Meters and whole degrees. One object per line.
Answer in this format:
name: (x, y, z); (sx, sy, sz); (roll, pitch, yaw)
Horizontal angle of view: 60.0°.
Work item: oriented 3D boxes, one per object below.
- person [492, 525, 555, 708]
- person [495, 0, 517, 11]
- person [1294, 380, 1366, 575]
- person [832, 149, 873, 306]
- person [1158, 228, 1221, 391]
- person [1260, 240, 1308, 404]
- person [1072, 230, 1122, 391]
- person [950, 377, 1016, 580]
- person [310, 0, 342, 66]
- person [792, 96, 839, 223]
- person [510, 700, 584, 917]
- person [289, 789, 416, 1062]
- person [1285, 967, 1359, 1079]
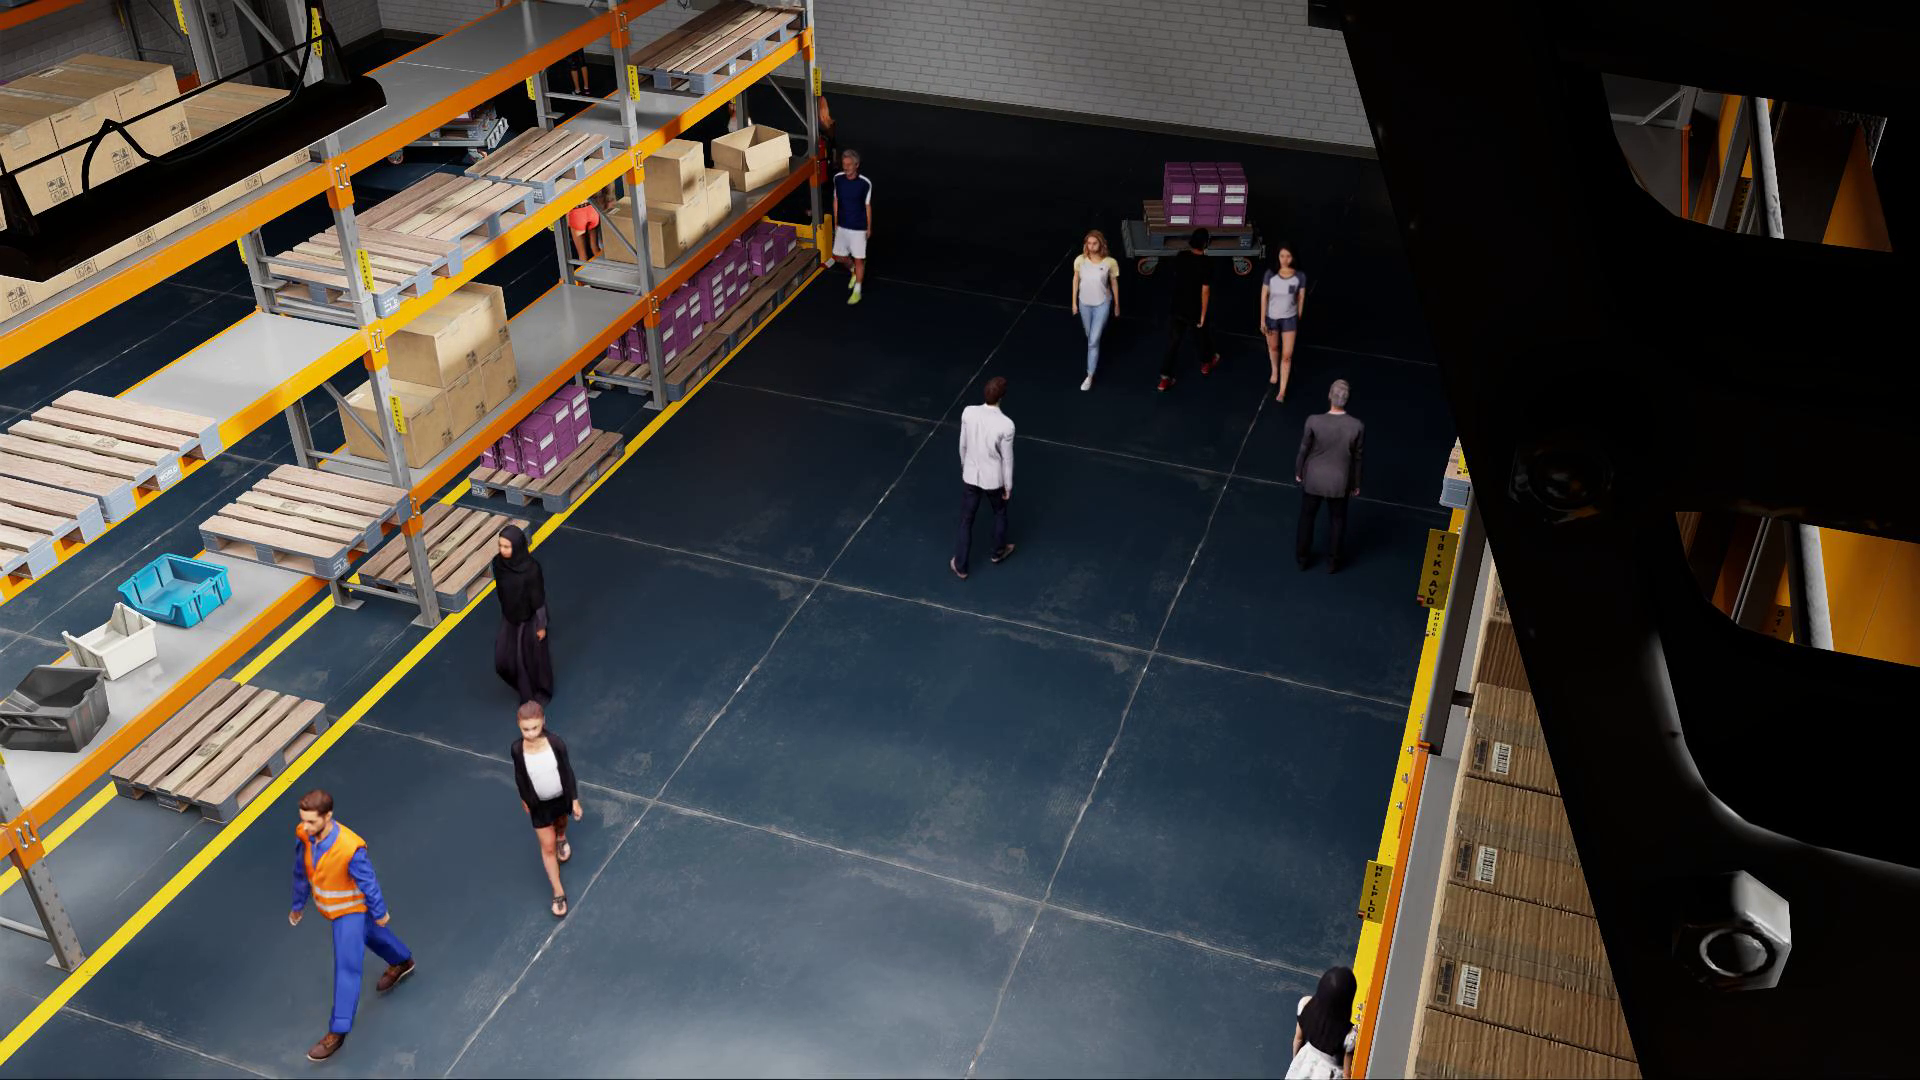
person: (-3.322, 0.551, 12.842); (0.594, 1.607, 0.737); (11, 35, 16)
person: (-7.011, -8.213, 25.794); (0.743, 1.865, 0.513); (15, 36, 21)
person: (3.151, -0.521, 14.253); (0.782, 1.831, 0.676); (7, 34, 10)
person: (-1.182, -3.593, 18.875); (0.640, 1.830, 0.739); (13, 36, 18)
person: (2.303, -2.332, 17.083); (0.879, 1.712, 1.217); (23, 40, 30)
person: (3.306, -2.313, 17.100); (0.616, 1.663, 1.071); (9, 35, 13)
person: (1.417, -2.478, 17.332); (0.713, 1.681, 1.170); (7, 34, 11)
person: (0.173, -0.507, 14.249); (0.728, 1.811, 0.903); (11, 35, 16)
person: (-8.983, -6.765, 23.615); (0.705, 1.866, 0.631); (7, 34, 11)
person: (-1.601, -4.628, 20.577); (0.699, 1.670, 1.067); (11, 35, 15)
person: (-2.774, 1.676, 11.224); (0.958, 1.524, 1.087); (-10, 35, -15)
person: (-3.702, 2.188, 10.195); (0.827, 1.811, 1.234); (18, 38, 25)
person: (1.955, 2.983, 9.036); (0.797, 1.769, 0.775); (-25, 41, -33)
